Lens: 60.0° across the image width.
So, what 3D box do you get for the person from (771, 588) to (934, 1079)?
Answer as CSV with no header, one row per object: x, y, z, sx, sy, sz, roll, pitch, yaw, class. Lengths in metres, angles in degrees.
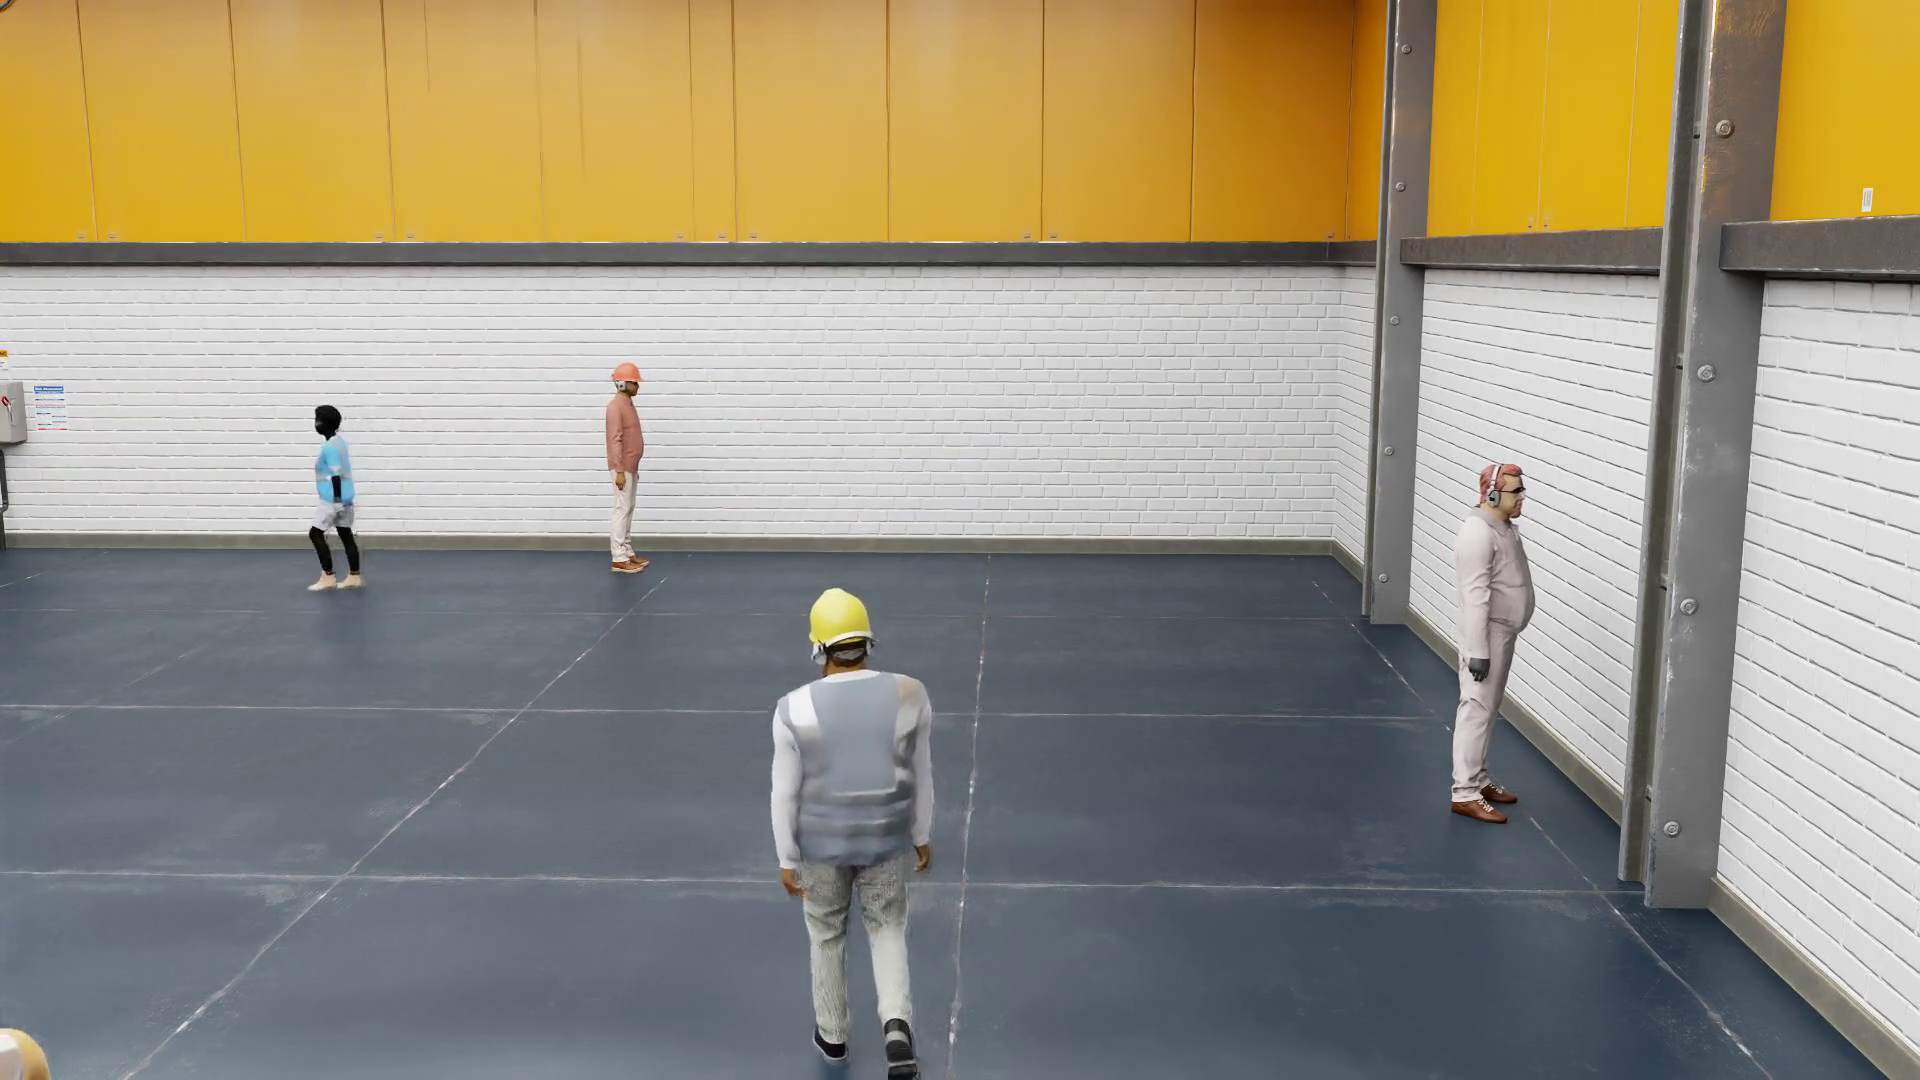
-0.376,1.079,5.987,0.604,1.810,0.614,-3,10,-14,person

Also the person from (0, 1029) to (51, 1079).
-1.840,1.548,3.022,0.793,1.883,0.585,9,13,43,person

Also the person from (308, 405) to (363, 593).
-5.645,-0.364,14.832,0.576,1.679,0.540,-1,10,-7,person

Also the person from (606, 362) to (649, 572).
-3.170,-0.696,15.853,0.398,1.990,0.622,0,10,1,person

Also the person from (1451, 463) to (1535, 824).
2.855,0.534,8.906,0.407,1.906,0.655,5,11,27,person
